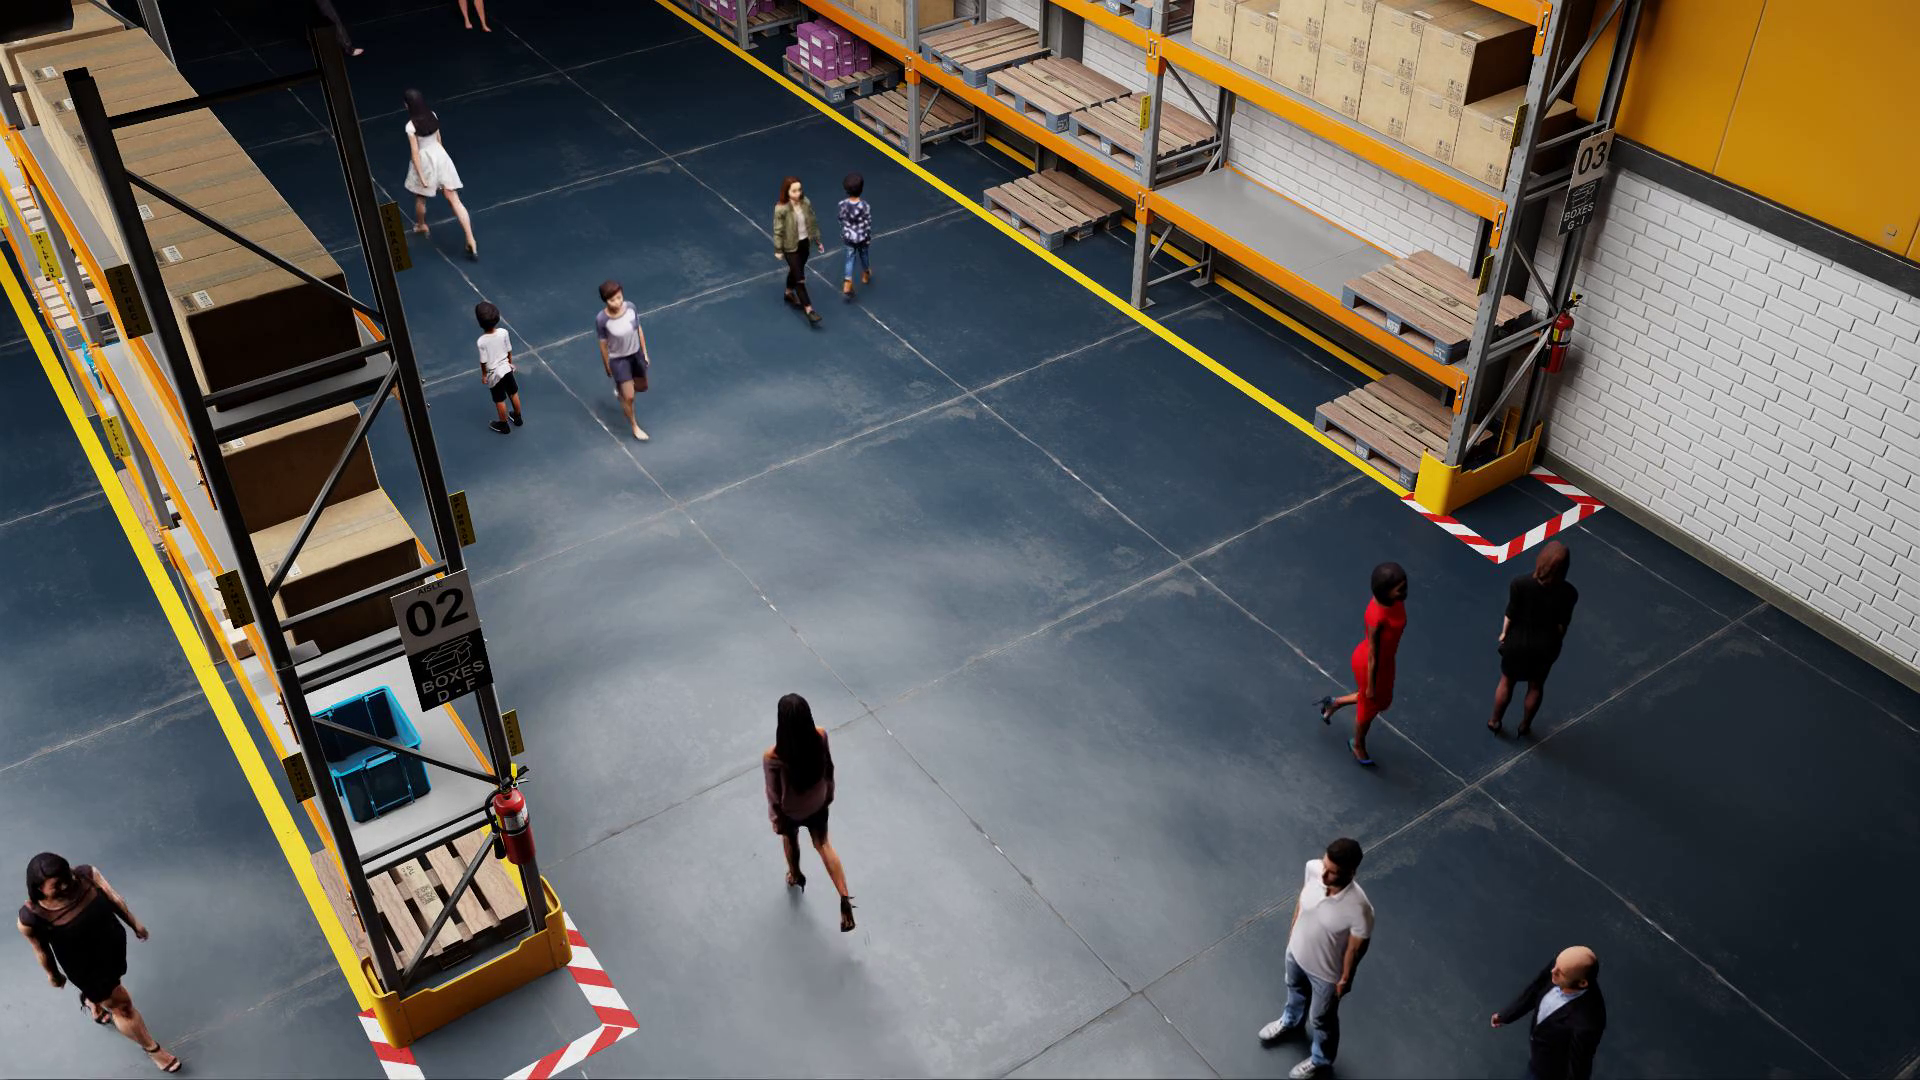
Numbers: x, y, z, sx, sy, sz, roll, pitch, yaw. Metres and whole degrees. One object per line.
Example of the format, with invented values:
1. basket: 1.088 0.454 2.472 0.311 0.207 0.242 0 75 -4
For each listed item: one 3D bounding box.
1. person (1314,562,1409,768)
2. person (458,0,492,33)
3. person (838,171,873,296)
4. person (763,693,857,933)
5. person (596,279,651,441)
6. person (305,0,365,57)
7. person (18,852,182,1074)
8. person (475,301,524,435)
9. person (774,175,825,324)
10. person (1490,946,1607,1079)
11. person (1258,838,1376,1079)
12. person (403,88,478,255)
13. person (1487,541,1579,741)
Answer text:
1. person: 2.722 0.831 11.223 0.843 1.732 0.708 24 45 27
2. person: -6.541 -7.510 21.686 0.661 1.709 0.861 -18 42 -21
3. person: -1.049 -2.997 16.420 0.811 1.230 0.887 6 39 7
4. person: -0.910 1.681 10.111 0.637 1.792 1.016 -23 44 -26
5. person: -2.951 -1.610 14.429 0.647 1.546 0.809 -31 48 -33
6. person: -8.189 -7.000 20.970 1.318 1.806 1.137 12 40 15
7. person: -4.964 2.318 9.410 1.167 1.672 0.995 16 41 19
8. person: -4.042 -1.511 14.534 0.548 1.260 0.540 28 46 30
9. person: -1.618 -2.857 16.076 0.644 1.440 0.956 -28 47 -31
10. person: 3.228 2.735 8.819 1.200 1.757 1.202 2 39 3
11. person: 2.023 2.303 9.280 0.765 1.857 0.552 -17 41 -20
12. person: -5.283 -3.704 16.914 1.267 1.716 0.829 28 46 30
13. person: 3.921 0.705 11.401 0.629 1.707 0.713 10 40 12
